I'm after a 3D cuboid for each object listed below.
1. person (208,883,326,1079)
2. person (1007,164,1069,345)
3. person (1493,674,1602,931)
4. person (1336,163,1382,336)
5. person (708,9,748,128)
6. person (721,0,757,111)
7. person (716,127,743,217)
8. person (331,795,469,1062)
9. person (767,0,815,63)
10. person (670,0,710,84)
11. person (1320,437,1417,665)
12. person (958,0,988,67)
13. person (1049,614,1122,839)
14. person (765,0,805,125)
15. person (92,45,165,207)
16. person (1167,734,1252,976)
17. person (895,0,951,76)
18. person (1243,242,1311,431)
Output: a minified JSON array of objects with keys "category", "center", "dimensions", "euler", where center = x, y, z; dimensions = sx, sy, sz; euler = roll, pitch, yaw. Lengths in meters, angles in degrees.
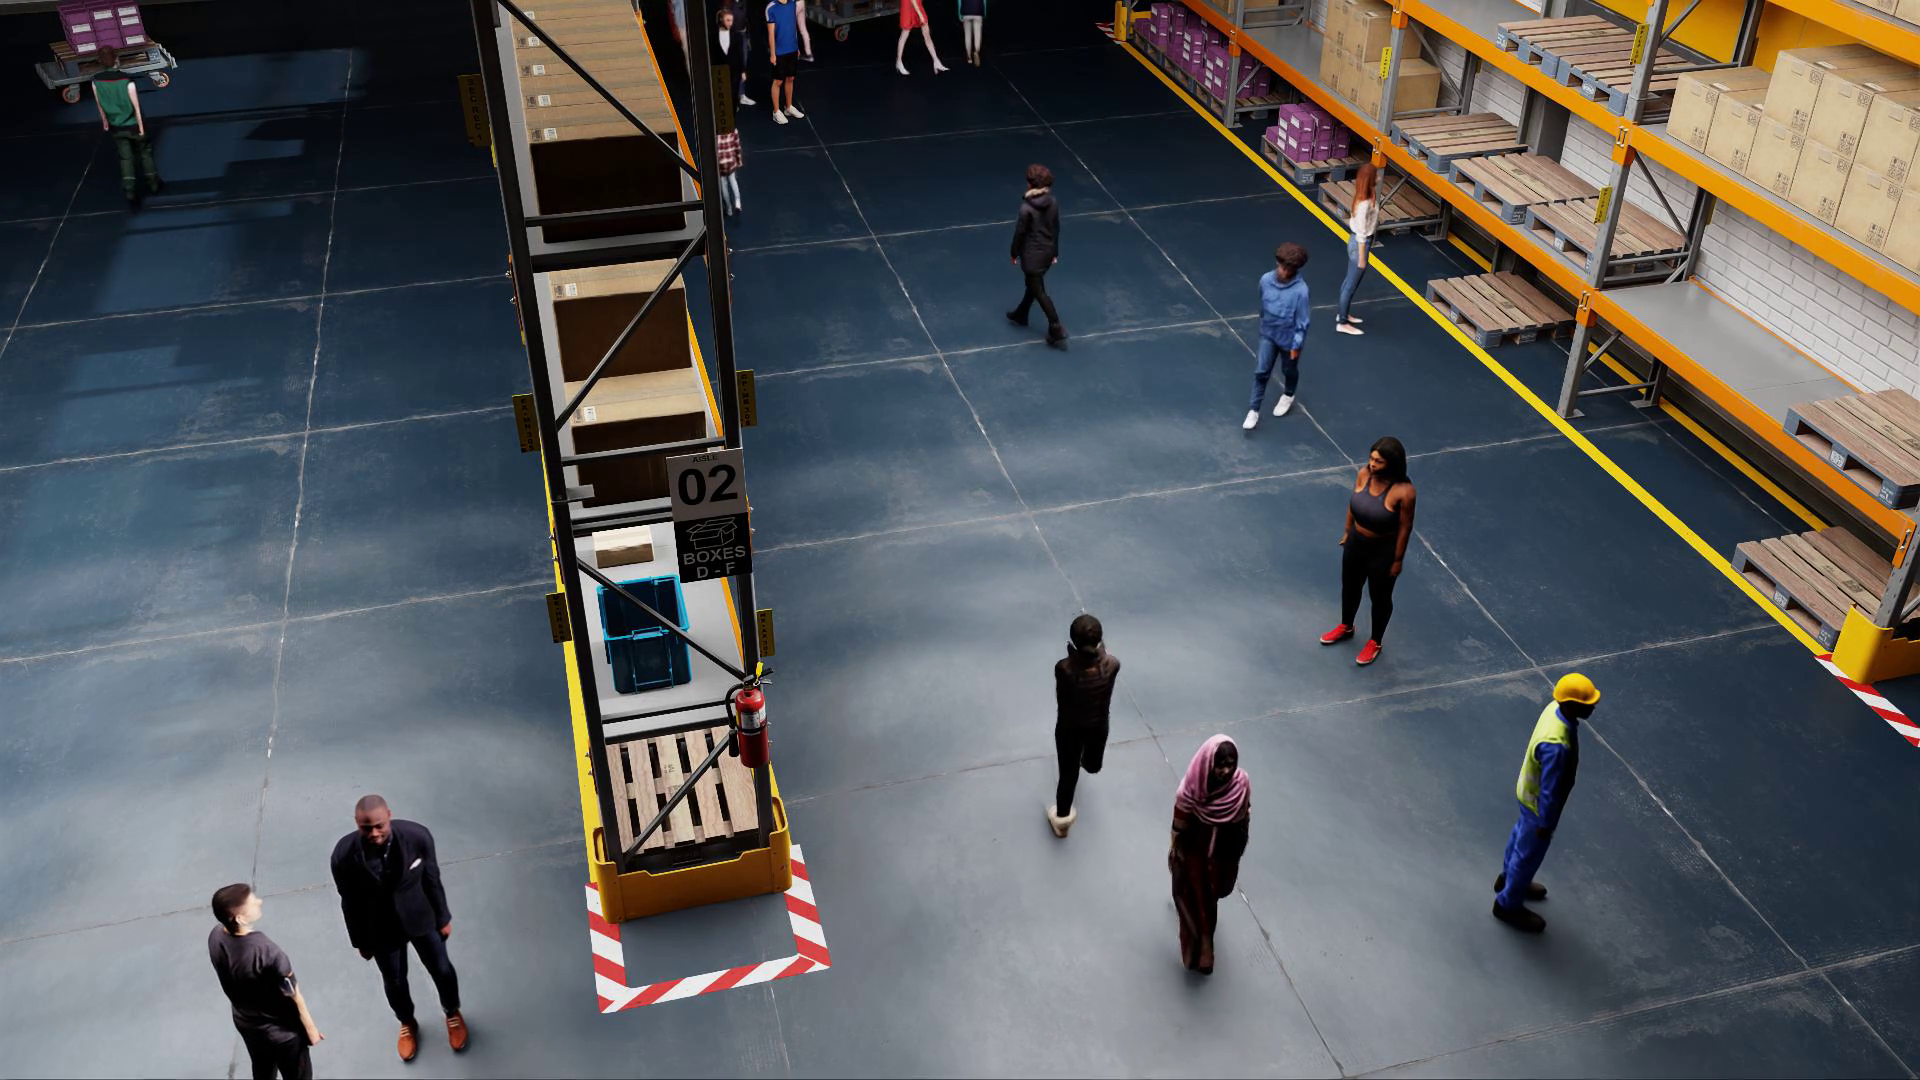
[{"category":"person","center":[-3.494,2.425,8.415],"dimensions":[0.710,1.762,0.755],"euler":[15,36,21]},{"category":"person","center":[0.806,-2.754,16.220],"dimensions":[0.962,1.747,1.230],"euler":[-26,42,-34]},{"category":"person","center":[3.425,1.494,9.768],"dimensions":[0.810,1.814,0.712],"euler":[12,35,17]},{"category":"person","center":[3.941,-2.895,16.449],"dimensions":[0.709,1.728,0.584],"euler":[7,34,10]},{"category":"person","center":[-2.938,-5.871,20.990],"dimensions":[0.793,1.657,1.068],"euler":[-2,34,-3]},{"category":"person","center":[-2.955,-6.570,21.929],"dimensions":[0.694,1.782,0.666],"euler":[26,41,33]},{"category":"person","center":[-2.669,-4.306,18.961],"dimensions":[0.551,1.297,0.569],"euler":[-11,35,-16]},{"category":"person","center":[-2.985,2.048,8.931],"dimensions":[0.700,1.818,0.634],"euler":[-12,36,-18]},{"category":"person","center":[-2.286,-7.558,23.645],"dimensions":[0.983,1.528,0.890],"euler":[21,39,28]},{"category":"person","center":[-3.669,-6.944,22.453],"dimensions":[0.637,1.825,0.700],"euler":[-11,35,-16]},{"category":"person","center":[2.973,0.048,11.943],"dimensions":[0.835,1.816,0.706],"euler":[-25,41,-33]},{"category":"person","center":[0.187,-7.426,23.485],"dimensions":[0.680,1.486,0.902],"euler":[-2,34,-3]},{"category":"person","center":[0.753,1.086,10.530],"dimensions":[0.638,1.651,0.934],"euler":[-7,34,-10]},{"category":"person","center":[-2.288,-6.377,21.564],"dimensions":[0.770,1.865,0.752],"euler":[26,41,33]},{"category":"person","center":[-9.630,-4.736,19.144],"dimensions":[0.765,1.810,1.144],"euler":[-4,34,-6]},{"category":"person","center":[1.403,1.715,9.616],"dimensions":[0.624,1.614,0.896],"euler":[-8,34,-11]},{"category":"person","center":[-0.757,-7.310,23.032],"dimensions":[1.067,1.793,1.045],"euler":[15,36,21]},{"category":"person","center":[2.903,-1.881,14.882],"dimensions":[1.100,1.774,1.137],"euler":[24,40,31]}]
